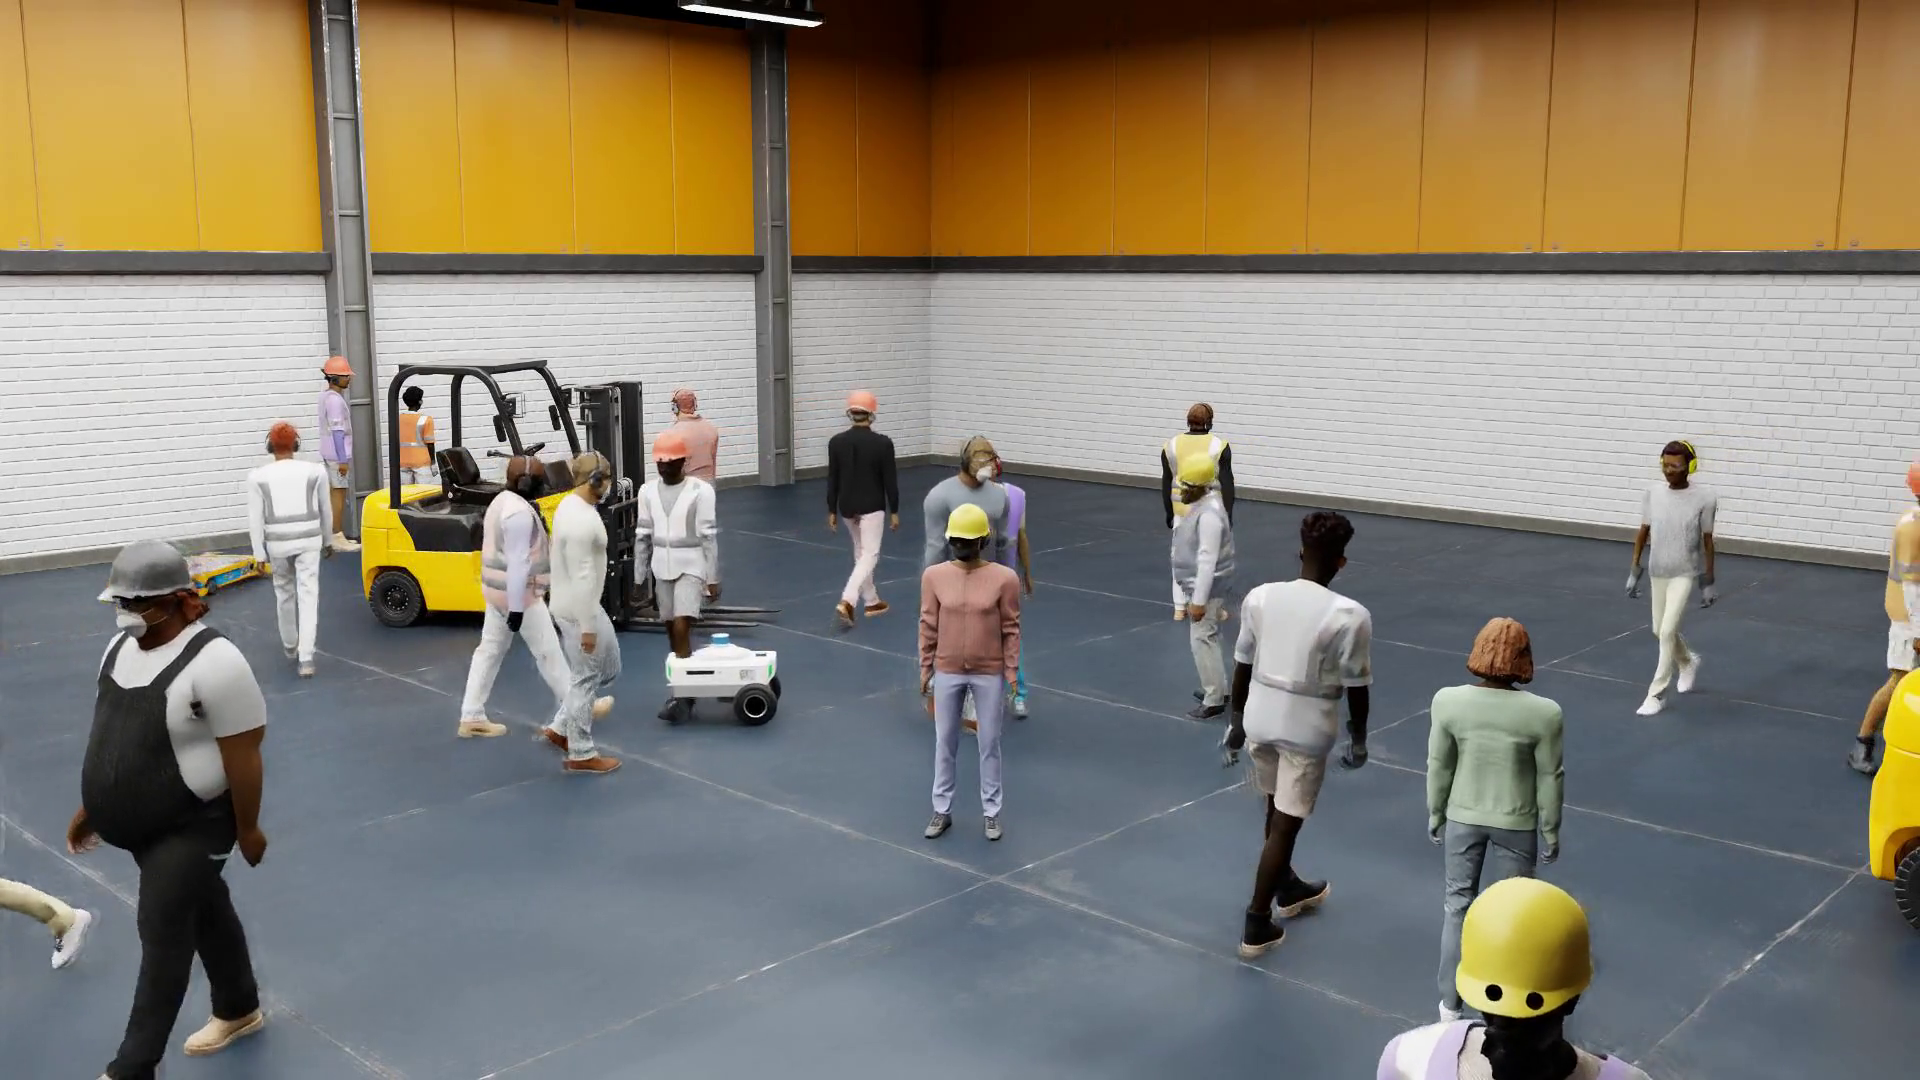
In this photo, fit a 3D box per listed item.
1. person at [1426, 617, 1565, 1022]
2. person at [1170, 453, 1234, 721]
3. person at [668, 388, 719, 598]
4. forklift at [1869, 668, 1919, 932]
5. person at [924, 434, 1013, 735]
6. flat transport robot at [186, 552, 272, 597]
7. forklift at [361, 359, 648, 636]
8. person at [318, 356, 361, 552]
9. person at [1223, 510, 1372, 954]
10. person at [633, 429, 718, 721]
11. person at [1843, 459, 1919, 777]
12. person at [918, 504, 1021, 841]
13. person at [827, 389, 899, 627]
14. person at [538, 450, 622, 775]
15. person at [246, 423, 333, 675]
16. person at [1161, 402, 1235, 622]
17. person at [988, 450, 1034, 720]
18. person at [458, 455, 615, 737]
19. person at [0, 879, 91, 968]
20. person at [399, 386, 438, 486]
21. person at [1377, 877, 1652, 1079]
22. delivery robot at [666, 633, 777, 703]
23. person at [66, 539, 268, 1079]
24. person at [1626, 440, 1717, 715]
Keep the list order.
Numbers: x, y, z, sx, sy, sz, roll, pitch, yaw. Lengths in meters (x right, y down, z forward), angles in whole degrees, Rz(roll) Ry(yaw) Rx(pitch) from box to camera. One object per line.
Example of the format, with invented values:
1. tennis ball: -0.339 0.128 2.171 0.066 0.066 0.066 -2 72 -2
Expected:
1. person: 2.051 1.101 6.405 0.507 1.633 0.276 5 10 27
2. person: 1.593 0.298 10.873 0.460 1.784 0.670 1 9 3
3. person: -2.414 -0.391 14.736 0.400 1.905 0.643 6 11 31
4. forklift: 5.205 0.723 7.013 2.313 2.155 1.214 9 13 43
5. person: 0.049 0.288 10.486 0.653 1.926 0.574 -6 11 -34
6. flat transport robot: -7.040 0.319 15.370 0.652 0.197 1.431 1 9 6
7. forklift: -3.850 -0.407 13.936 2.313 2.155 1.214 2 9 11
8. person: -6.481 -0.896 17.399 0.393 2.041 0.613 -5 10 -28
9. person: 1.517 0.818 7.283 0.823 1.920 0.643 -9 13 -42
10. person: -1.909 0.233 10.873 0.562 1.907 0.812 3 10 19
11. person: 5.511 0.444 9.677 0.445 1.889 0.700 7 12 37
12. person: 0.047 0.683 8.571 0.530 1.765 0.326 1 9 8
13. person: -0.826 -0.272 13.811 0.621 1.964 0.957 5 10 27
14. person: -2.160 0.437 9.630 0.431 1.911 0.651 -2 10 -14
15. person: -4.924 0.052 12.270 0.570 1.831 1.010 -4 10 -21
16. person: 2.001 -0.227 13.915 0.620 1.845 0.430 5 10 27
17. person: 0.221 0.287 10.865 0.646 1.804 0.748 -3 10 -17
18. person: -2.744 0.353 10.527 0.977 1.784 0.642 -5 11 -30
19. person: -3.969 1.064 6.726 0.504 1.616 0.683 7 12 38
20. person: -5.889 -0.816 17.986 0.535 1.693 0.317 3 10 19
21. person: 1.058 1.509 3.089 0.591 1.907 0.730 7 12 37
22. delivery robot: -1.563 0.858 10.911 0.707 0.478 0.477 0 9 -2
23. person: -2.930 0.971 5.956 0.693 2.000 0.971 6 11 34
24. person: 4.828 0.224 11.216 0.866 1.836 0.553 -8 12 -42
